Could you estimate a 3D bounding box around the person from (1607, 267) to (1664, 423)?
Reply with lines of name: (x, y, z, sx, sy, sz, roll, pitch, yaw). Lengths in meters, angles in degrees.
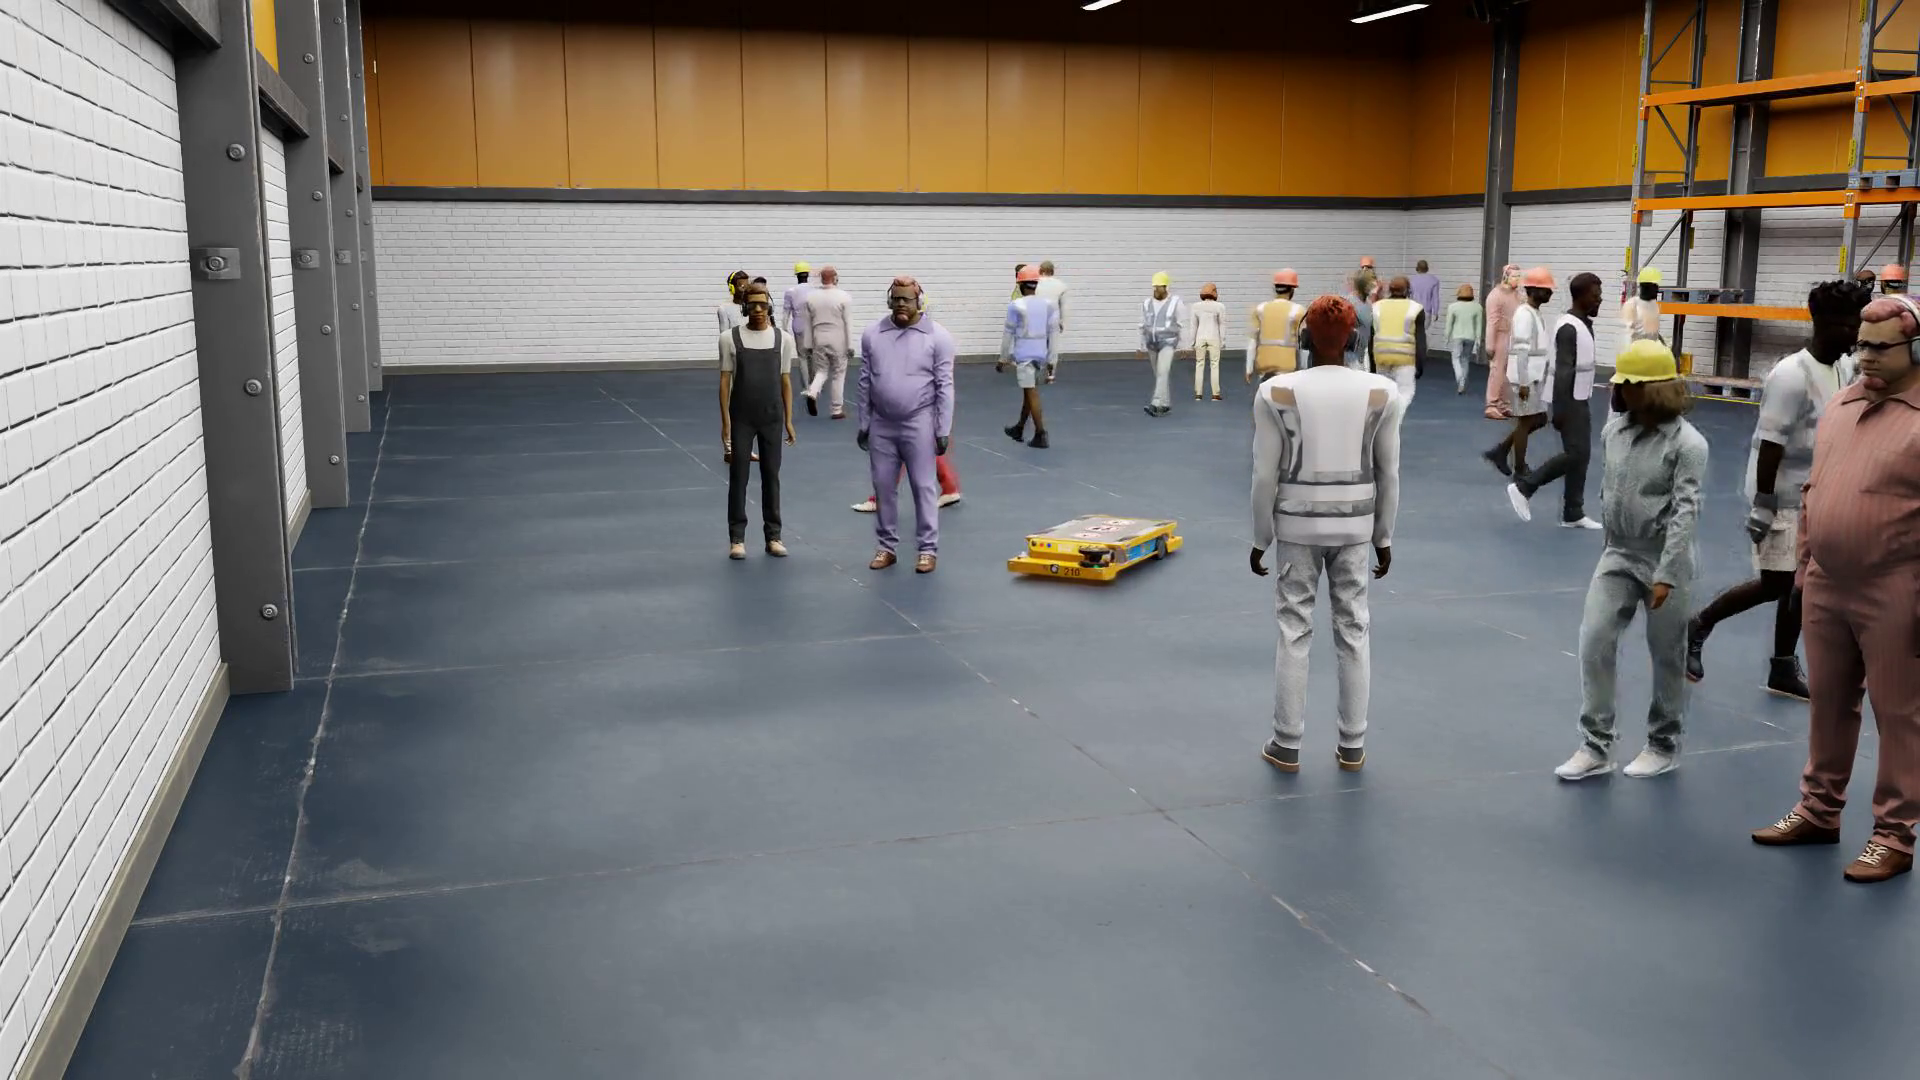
person: (7.482, -2.018, 18.125, 0.613, 1.872, 0.965, -6, 11, -29)

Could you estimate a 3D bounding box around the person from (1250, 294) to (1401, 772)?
person: (1.424, -0.017, 6.537, 0.575, 1.883, 0.355, 0, 10, 1)

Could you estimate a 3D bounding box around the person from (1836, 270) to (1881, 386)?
person: (10.404, -2.193, 19.253, 0.627, 1.847, 0.429, -1, 10, -5)

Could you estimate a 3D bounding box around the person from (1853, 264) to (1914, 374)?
person: (9.712, -1.945, 17.600, 0.571, 1.913, 0.780, -1, 10, -8)

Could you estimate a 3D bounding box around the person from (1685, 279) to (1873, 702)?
person: (3.707, -0.221, 7.597, 0.617, 1.935, 0.704, -9, 13, -43)

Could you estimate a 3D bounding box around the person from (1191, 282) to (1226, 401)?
person: (3.442, -2.746, 23.057, 0.498, 1.633, 0.279, 4, 11, 23)

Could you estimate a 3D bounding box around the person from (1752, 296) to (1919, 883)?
person: (2.988, 0.156, 5.473, 0.409, 1.908, 0.639, -3, 10, -19)

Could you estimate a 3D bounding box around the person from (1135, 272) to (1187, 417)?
person: (2.448, -2.428, 20.737, 0.622, 1.792, 0.900, 7, 12, 36)

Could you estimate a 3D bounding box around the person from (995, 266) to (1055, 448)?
person: (0.669, -1.946, 17.656, 0.562, 1.889, 0.952, -6, 12, -33)

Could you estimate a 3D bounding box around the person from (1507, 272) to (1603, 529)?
person: (4.477, -1.020, 12.300, 0.590, 1.904, 0.600, 6, 11, 30)

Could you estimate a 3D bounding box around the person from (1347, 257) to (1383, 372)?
person: (6.626, -3.670, 27.421, 0.662, 1.966, 0.752, -1, 10, -6)

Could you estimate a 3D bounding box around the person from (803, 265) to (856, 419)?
person: (-1.601, -2.403, 20.331, 0.649, 1.890, 0.564, 4, 11, 23)

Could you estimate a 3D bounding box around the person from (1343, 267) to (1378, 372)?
person: (3.800, -1.761, 16.555, 0.673, 1.912, 0.657, 5, 11, 28)

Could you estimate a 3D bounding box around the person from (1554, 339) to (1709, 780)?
person: (2.568, 0.098, 6.338, 0.684, 1.711, 0.498, -6, 11, -31)

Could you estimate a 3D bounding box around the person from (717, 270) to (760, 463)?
person: (-2.128, -1.670, 16.147, 0.328, 1.872, 0.512, 6, 11, 31)

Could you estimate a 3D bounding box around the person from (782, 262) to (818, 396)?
person: (-2.275, -3.043, 23.980, 0.615, 1.901, 0.760, -3, 10, -18)

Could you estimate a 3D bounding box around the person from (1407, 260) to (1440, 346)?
person: (8.564, -4.249, 30.995, 0.661, 1.893, 0.975, 2, 10, 11)

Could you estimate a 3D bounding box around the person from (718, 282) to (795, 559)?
person: (-1.359, -0.795, 11.152, 0.505, 1.847, 0.347, -3, 10, -18)

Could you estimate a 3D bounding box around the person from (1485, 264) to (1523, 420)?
person: (6.737, -2.433, 20.475, 0.676, 1.905, 0.407, -9, 14, -43)

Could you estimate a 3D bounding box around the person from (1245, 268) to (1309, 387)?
person: (3.119, -1.680, 16.145, 0.557, 1.884, 0.959, 7, 12, 33)

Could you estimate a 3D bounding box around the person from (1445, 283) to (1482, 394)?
person: (7.292, -2.904, 24.060, 0.504, 1.609, 0.715, 1, 10, 4)

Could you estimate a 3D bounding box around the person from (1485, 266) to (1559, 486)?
person: (4.963, -1.433, 14.632, 0.516, 1.925, 0.558, 7, 12, 34)

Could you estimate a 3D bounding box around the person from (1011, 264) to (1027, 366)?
person: (1.128, -4.032, 29.912, 0.429, 1.839, 0.634, -2, 10, -12)

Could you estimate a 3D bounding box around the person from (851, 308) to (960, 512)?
person: (-0.404, -1.080, 13.157, 0.872, 1.726, 0.531, 0, 10, -2)

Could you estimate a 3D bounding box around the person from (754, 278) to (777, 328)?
person: (-3.075, -3.280, 26.092, 0.867, 1.648, 0.536, 5, 11, 25)

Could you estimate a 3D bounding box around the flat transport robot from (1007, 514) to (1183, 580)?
flat transport robot: (0.916, 0.029, 10.932, 0.652, 0.197, 1.431, 5, 11, 27)

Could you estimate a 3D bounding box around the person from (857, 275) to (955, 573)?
person: (-0.361, -0.736, 10.667, 0.647, 1.901, 0.402, 4, 10, 20)

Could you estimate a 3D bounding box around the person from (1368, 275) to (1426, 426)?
person: (4.555, -1.868, 17.467, 0.629, 1.820, 0.672, 6, 11, 31)

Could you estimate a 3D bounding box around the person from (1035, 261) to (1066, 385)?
person: (1.323, -3.399, 26.028, 0.664, 1.906, 0.853, -3, 10, -15)
